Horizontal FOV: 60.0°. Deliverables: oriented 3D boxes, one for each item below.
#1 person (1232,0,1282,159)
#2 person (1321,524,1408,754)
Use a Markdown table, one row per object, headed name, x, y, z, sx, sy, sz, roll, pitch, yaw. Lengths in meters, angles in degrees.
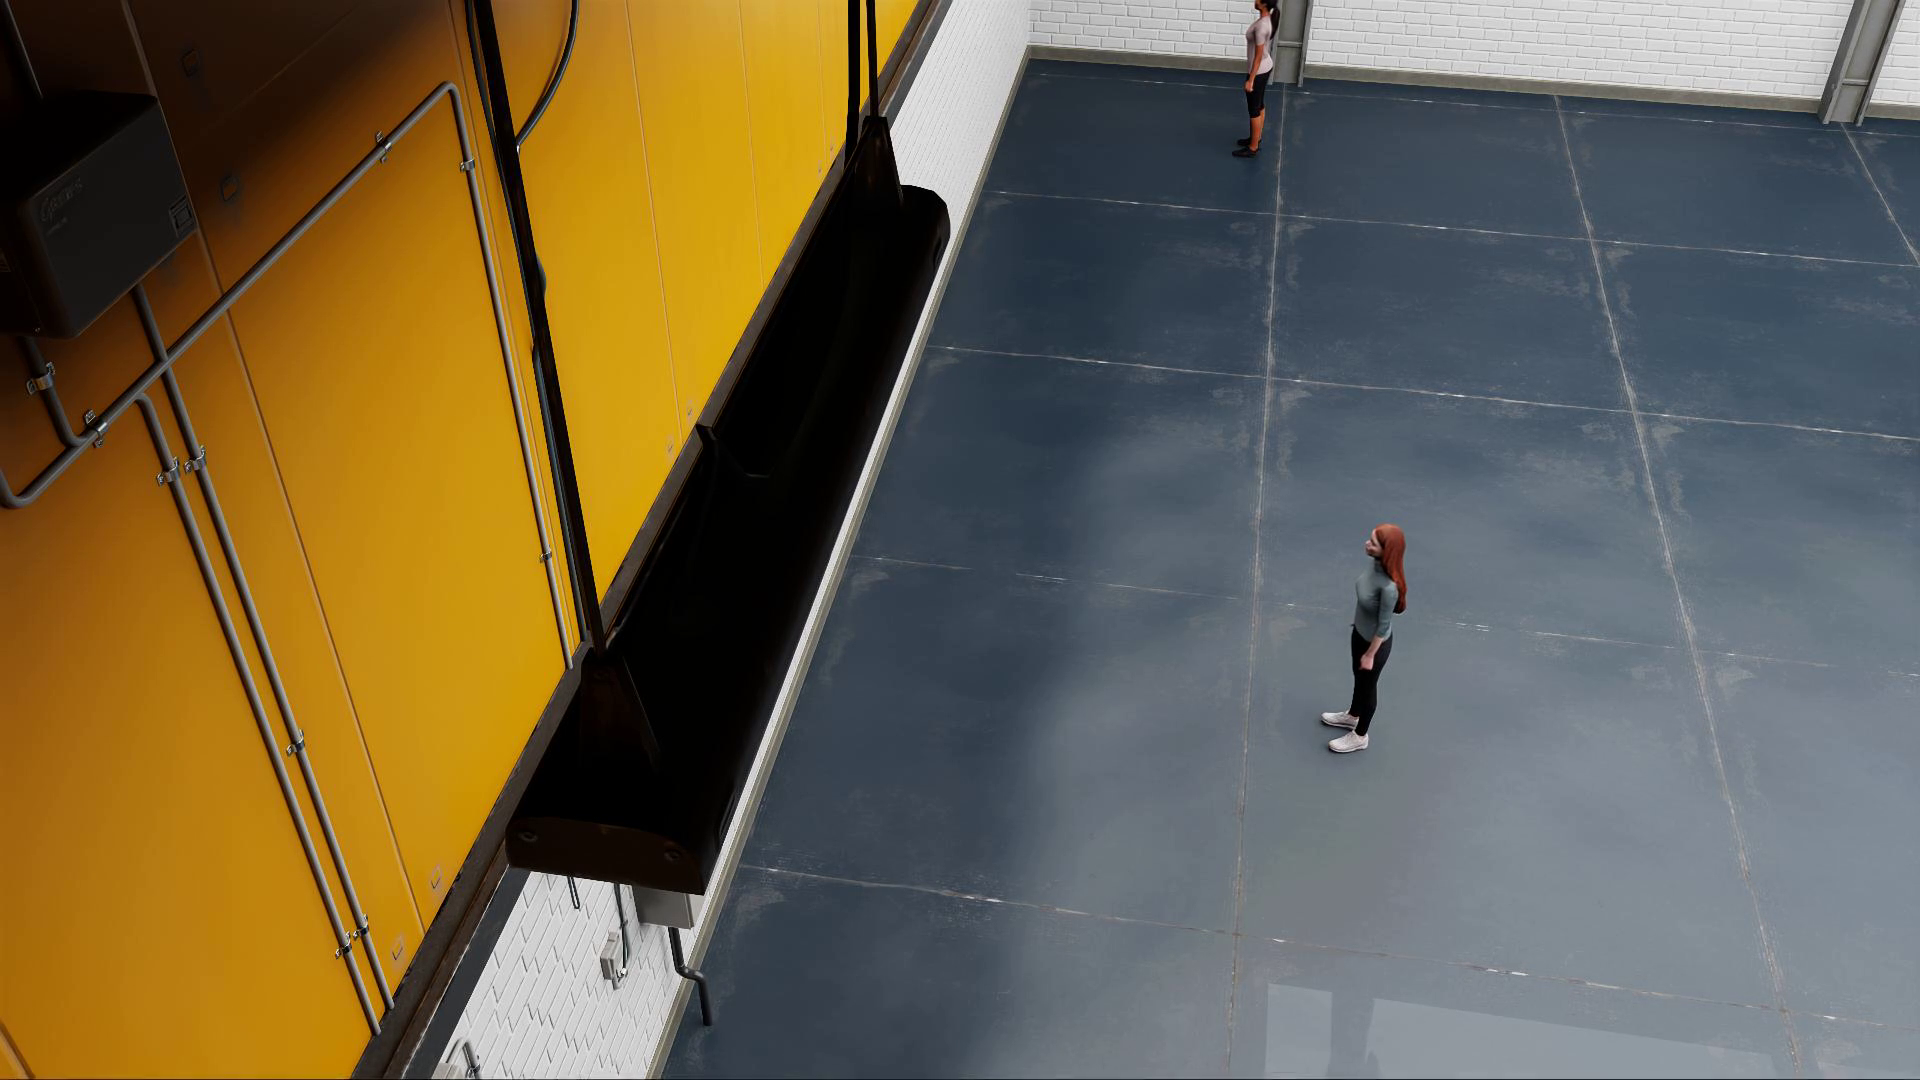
| name | x | y | z | sx | sy | sz | roll | pitch | yaw |
| --- | --- | --- | --- | --- | --- | --- | --- | --- | --- |
| person | 3.064 | -4.790 | 17.034 | 0.595 | 1.748 | 0.640 | 13 | 40 | 16 |
| person | 2.536 | 0.605 | 10.282 | 0.574 | 1.743 | 0.604 | 2 | 39 | 2 |
